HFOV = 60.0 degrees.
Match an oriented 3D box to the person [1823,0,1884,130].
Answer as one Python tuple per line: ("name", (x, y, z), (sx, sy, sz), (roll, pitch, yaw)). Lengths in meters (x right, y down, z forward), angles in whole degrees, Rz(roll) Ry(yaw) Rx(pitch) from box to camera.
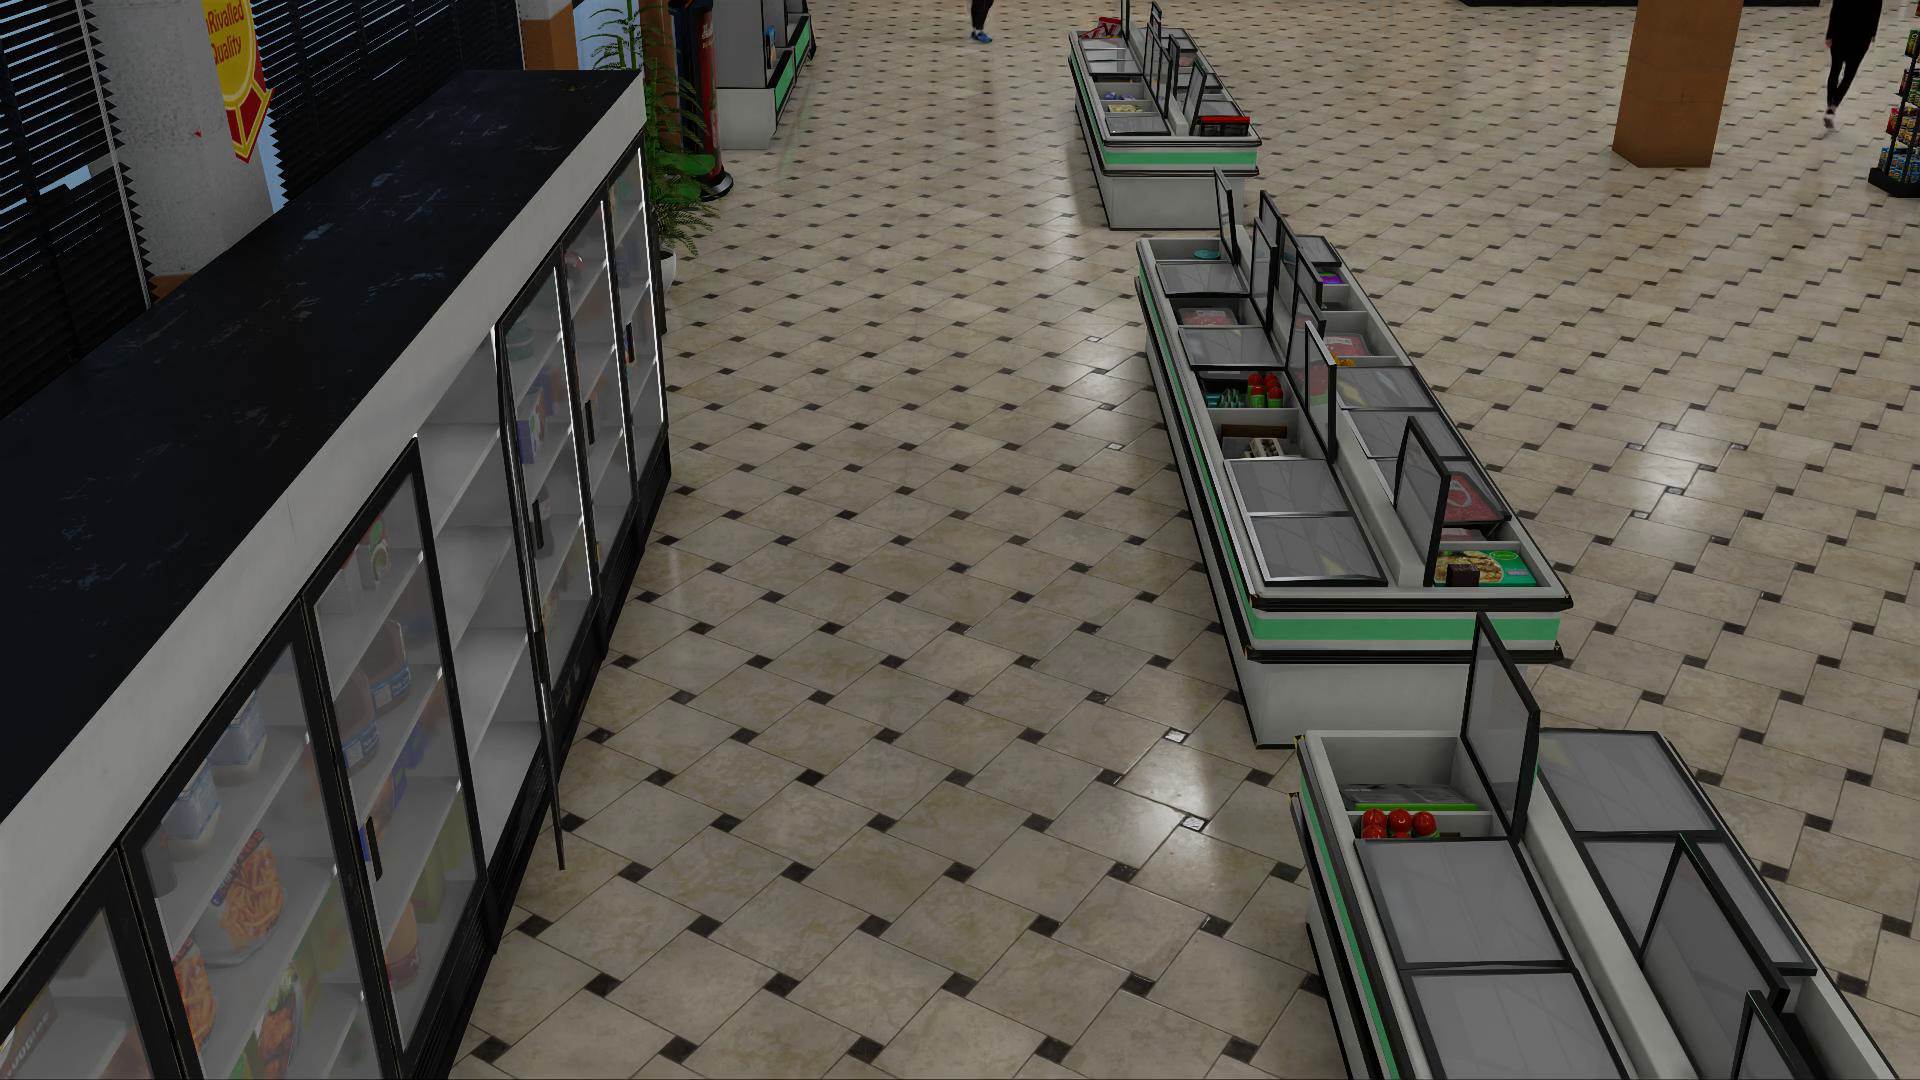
("person", (9.053, -5.064, 16.937), (1.096, 1.760, 1.241), (20, 33, 34))

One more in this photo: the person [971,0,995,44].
("person", (0.267, -7.377, 21.459), (0.958, 1.795, 0.618), (-13, 30, -23))
